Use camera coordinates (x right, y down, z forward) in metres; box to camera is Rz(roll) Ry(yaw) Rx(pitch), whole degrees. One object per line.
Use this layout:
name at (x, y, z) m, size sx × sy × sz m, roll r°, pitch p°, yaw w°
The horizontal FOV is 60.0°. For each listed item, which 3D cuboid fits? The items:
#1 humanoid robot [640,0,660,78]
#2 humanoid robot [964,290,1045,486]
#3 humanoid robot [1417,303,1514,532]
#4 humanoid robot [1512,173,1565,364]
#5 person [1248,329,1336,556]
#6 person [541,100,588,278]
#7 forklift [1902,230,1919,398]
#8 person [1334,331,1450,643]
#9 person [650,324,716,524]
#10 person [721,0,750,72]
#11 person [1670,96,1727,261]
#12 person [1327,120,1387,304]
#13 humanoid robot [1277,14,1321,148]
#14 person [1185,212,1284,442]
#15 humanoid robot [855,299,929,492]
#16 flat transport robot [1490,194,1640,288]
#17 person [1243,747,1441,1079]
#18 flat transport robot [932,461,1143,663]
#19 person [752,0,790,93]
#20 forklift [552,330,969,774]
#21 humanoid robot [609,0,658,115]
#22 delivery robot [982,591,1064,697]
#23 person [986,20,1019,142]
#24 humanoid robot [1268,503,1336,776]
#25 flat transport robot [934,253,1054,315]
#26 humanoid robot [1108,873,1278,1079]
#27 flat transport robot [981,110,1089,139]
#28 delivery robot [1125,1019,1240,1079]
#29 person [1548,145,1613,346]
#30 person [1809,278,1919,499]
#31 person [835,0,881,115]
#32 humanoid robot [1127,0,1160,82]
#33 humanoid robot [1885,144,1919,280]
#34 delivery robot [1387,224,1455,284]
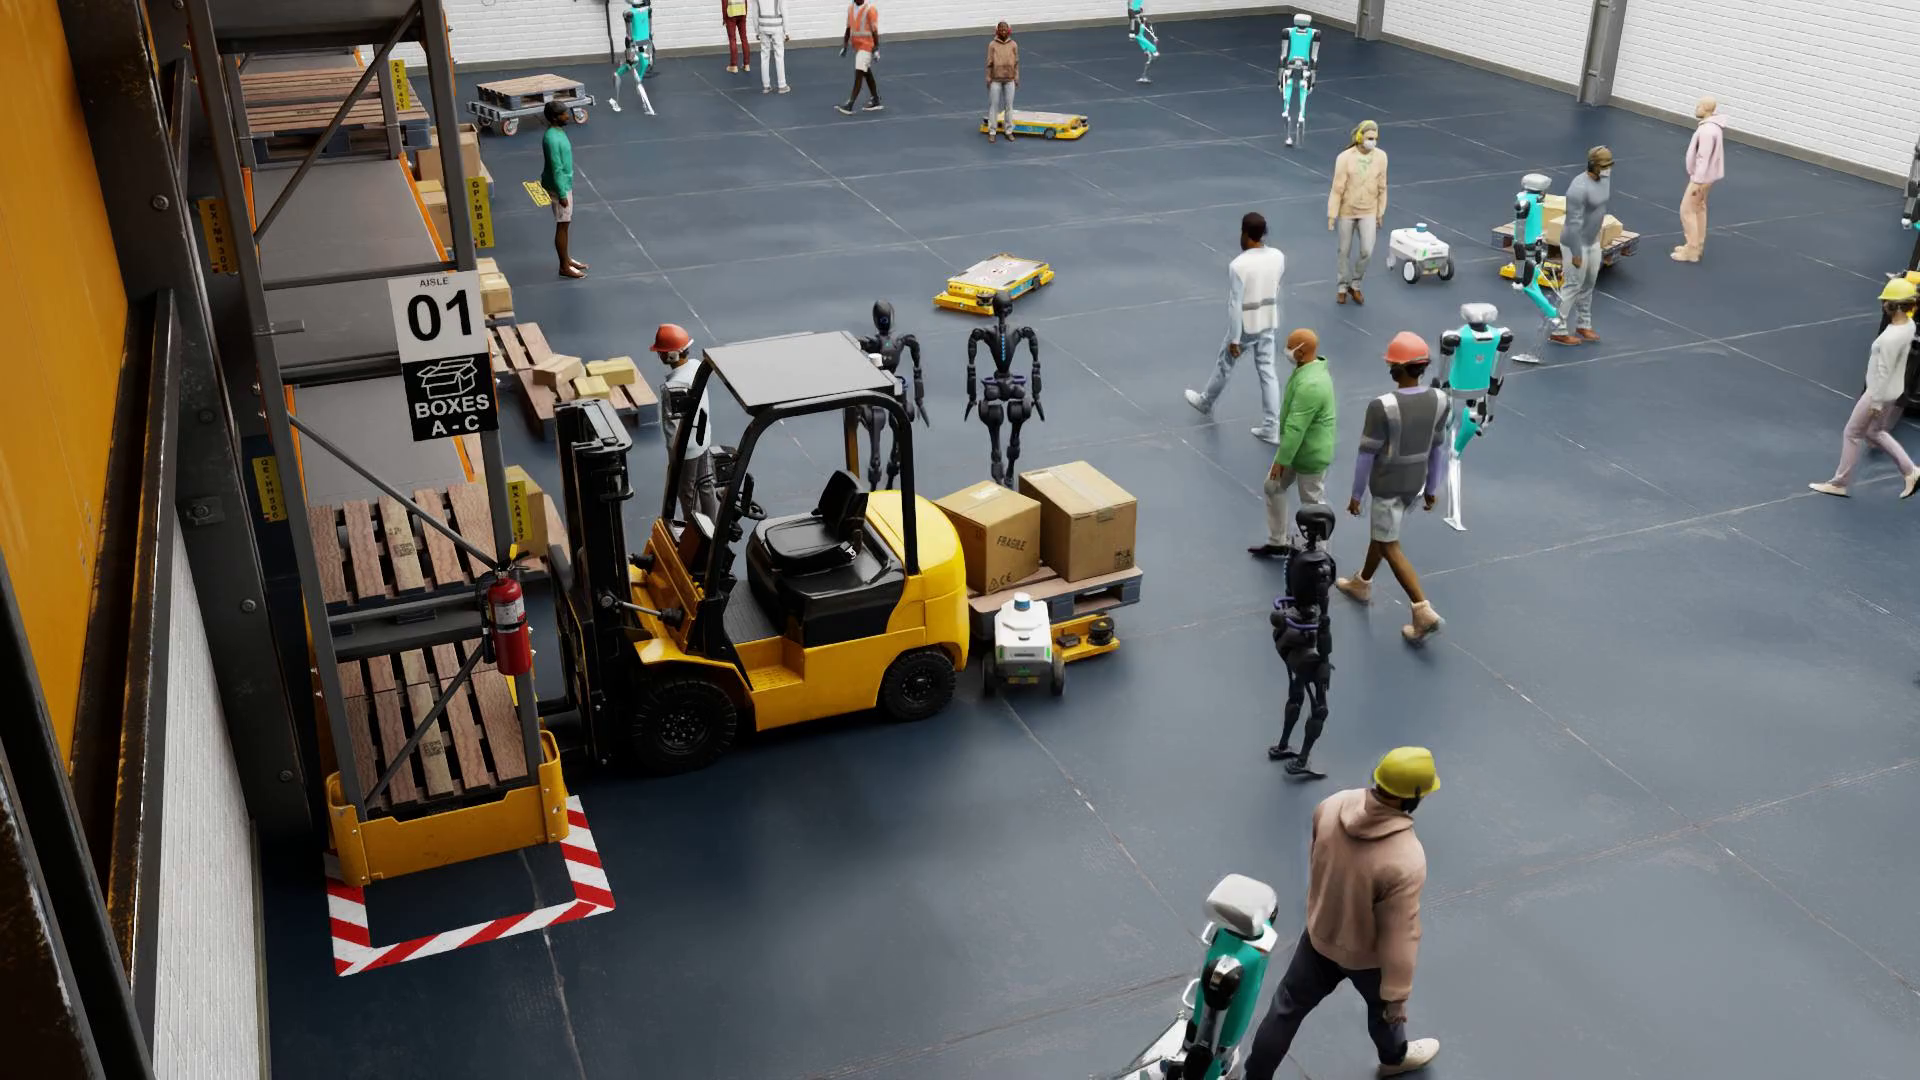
humanoid robot at (-5.125, -8.378, 27.093) m, size 0.494 × 1.640 × 0.613 m, roll -11°, pitch 29°, yaw -21°
humanoid robot at (0.339, -1.075, 12.622) m, size 0.617 × 1.632 × 0.740 m, roll -1°, pitch 27°, yaw -2°
humanoid robot at (3.624, -1.029, 12.441) m, size 0.530 × 1.773 × 0.985 m, roll -4°, pitch 27°, yaw -9°
humanoid robot at (5.325, -2.365, 15.162) m, size 0.687 × 1.882 × 0.532 m, roll 17°, pitch 31°, yaw 31°
person at (2.315, -0.610, 11.536) m, size 0.666 × 1.752 × 0.577 m, roll 3°, pitch 27°, yaw 5°
person at (-4.232, -3.717, 17.621) m, size 0.396 × 1.851 × 0.494 m, roll -3°, pitch 27°, yaw -6°
forklift at (9.029, -2.397, 14.618) m, size 1.214 × 2.155 × 2.313 m, roll 18°, pitch 32°, yaw 32°
person at (2.874, -0.346, 10.764) m, size 0.618 × 2.000 × 1.004 m, roll -13°, pitch 29°, yaw -23°
person at (-1.950, -0.691, 11.718) m, size 0.351 × 1.745 × 0.565 m, roll 6°, pitch 27°, yaw 12°
person at (-3.720, -8.660, 27.544) m, size 0.466 × 1.768 × 0.381 m, roll -15°, pitch 30°, yaw -27°
person at (8.107, -3.945, 18.185) m, size 0.436 × 1.762 × 0.535 m, roll 12°, pitch 29°, yaw 22°
person at (3.986, -3.292, 16.756) m, size 0.604 × 1.862 × 0.485 m, roll 2°, pitch 27°, yaw 4°
humanoid robot at (4.593, -6.162, 22.737) m, size 0.538 × 1.902 × 0.721 m, roll 5°, pitch 27°, yaw 11°
person at (2.365, -1.790, 13.779) m, size 0.581 × 1.854 × 1.046 m, roll -16°, pitch 31°, yaw -28°
humanoid robot at (-0.529, -0.990, 12.405) m, size 0.600 × 1.645 × 0.526 m, roll -7°, pitch 27°, yaw -13°
flat transport robot at (6.511, -3.027, 18.009) m, size 1.431 × 0.231 × 0.659 m, roll -23°, pitch 35°, yaw -38°
person at (1.650, 1.664, 7.001) m, size 1.003 × 1.803 × 0.820 m, roll -16°, pitch 31°, yaw -29°
flat transport robot at (0.429, 0.416, 11.159) m, size 0.659 × 0.231 × 1.431 m, roll -13°, pitch 29°, yaw -23°
person at (-2.947, -7.955, 26.016) m, size 0.574 × 1.884 × 0.356 m, roll 5°, pitch 27°, yaw 10°
forklift at (-1.094, 0.010, 9.831) m, size 2.313 × 2.155 × 1.214 m, roll -10°, pitch 28°, yaw -20°
humanoid robot at (-4.980, -7.215, 24.729) m, size 0.949 × 1.768 × 0.546 m, roll 17°, pitch 31°, yaw 30°
delivery robot at (0.387, 0.611, 10.433) m, size 0.499 × 0.576 × 0.751 m, roll 0°, pitch 27°, yaw -1°
person at (0.586, -6.386, 23.146) m, size 0.470 × 1.651 × 0.331 m, roll -5°, pitch 27°, yaw -9°
humanoid robot at (1.933, 0.540, 9.353) m, size 0.327 × 1.654 × 0.592 m, roll -5°, pitch 27°, yaw -10°
flat transport robot at (0.368, -2.668, 17.295) m, size 0.659 × 0.231 × 1.431 m, roll 15°, pitch 30°, yaw 26°
humanoid robot at (0.801, 1.995, 6.395) m, size 0.705 × 1.788 × 0.531 m, roll 13°, pitch 29°, yaw 24°
flat transport robot at (1.077, -5.950, 23.822) m, size 1.431 × 0.231 × 0.659 m, roll 9°, pitch 28°, yaw 18°
delivery robot at (0.884, 2.361, 6.982) m, size 0.514 × 0.603 × 0.775 m, roll 18°, pitch 32°, yaw 31°
person at (5.873, -2.765, 15.660) m, size 0.641 × 1.925 × 0.427 m, roll -23°, pitch 35°, yaw -38°
person at (7.019, -1.102, 12.535) m, size 0.679 × 1.734 × 0.534 m, roll 21°, pitch 34°, yaw 36°
person at (-1.563, -7.304, 24.669) m, size 0.949 × 1.921 × 0.638 m, roll -18°, pitch 32°, yaw -32°
humanoid robot at (2.991, -8.130, 26.609) m, size 0.782 × 1.847 × 0.542 m, roll 11°, pitch 29°, yaw 21°
humanoid robot at (9.925, -3.300, 16.909) m, size 0.555 × 1.749 × 0.965 m, roll -9°, pitch 28°, yaw -17°
delivery robot at (4.916, -3.062, 17.776) m, size 0.499 × 0.610 × 0.788 m, roll -8°, pitch 28°, yaw -16°
